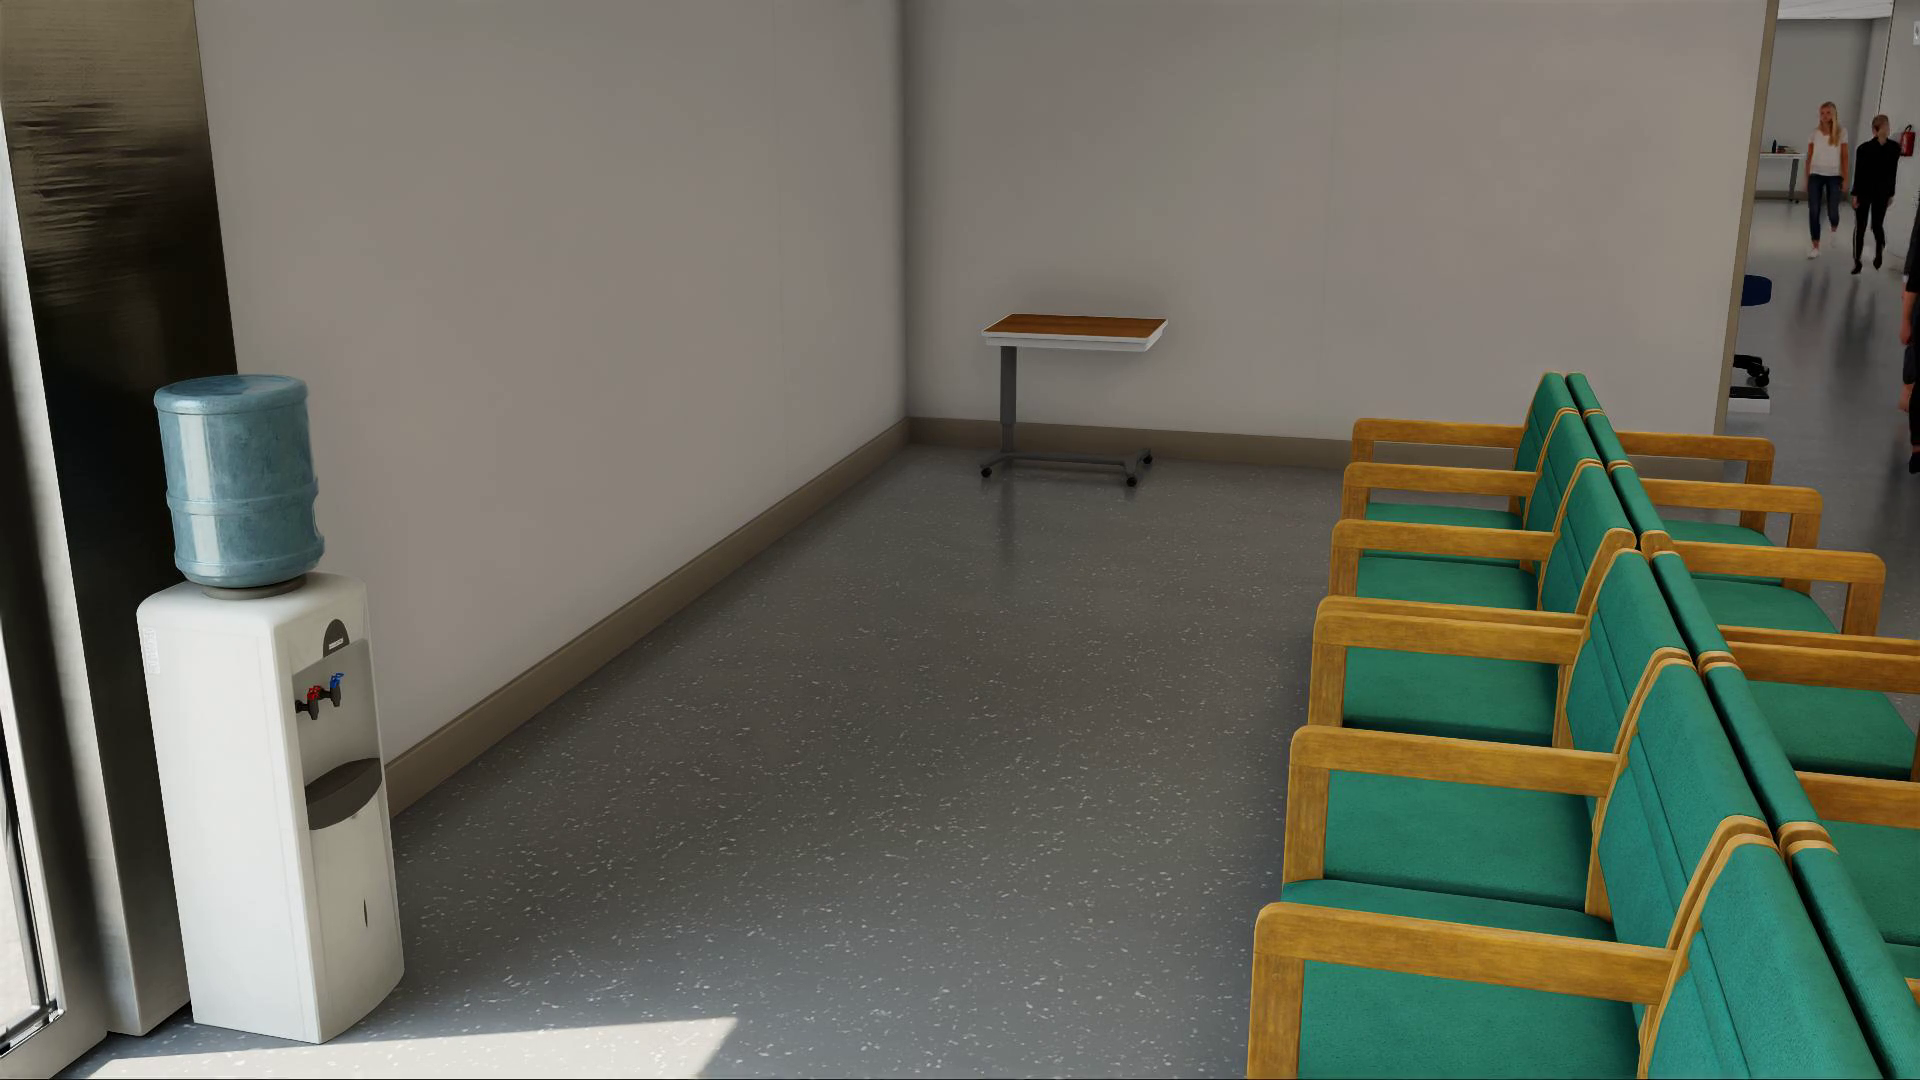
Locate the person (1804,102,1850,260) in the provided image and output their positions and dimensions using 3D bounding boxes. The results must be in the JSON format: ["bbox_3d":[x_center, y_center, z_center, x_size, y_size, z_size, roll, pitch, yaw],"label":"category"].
[{"bbox_3d":[10.152,-4.197,19.480,0.979,1.789,0.908,10,19,32],"label":"person"}]

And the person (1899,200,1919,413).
[{"bbox_3d":[6.064,-1.569,10.251,1.063,1.739,0.776,7,17,22],"label":"person"}]

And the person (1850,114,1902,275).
[{"bbox_3d":[9.706,-3.625,17.630,0.867,1.692,0.716,3,16,9],"label":"person"}]

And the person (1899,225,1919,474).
[{"bbox_3d":[5.404,-1.220,9.100,0.811,1.690,0.659,4,16,15],"label":"person"}]
